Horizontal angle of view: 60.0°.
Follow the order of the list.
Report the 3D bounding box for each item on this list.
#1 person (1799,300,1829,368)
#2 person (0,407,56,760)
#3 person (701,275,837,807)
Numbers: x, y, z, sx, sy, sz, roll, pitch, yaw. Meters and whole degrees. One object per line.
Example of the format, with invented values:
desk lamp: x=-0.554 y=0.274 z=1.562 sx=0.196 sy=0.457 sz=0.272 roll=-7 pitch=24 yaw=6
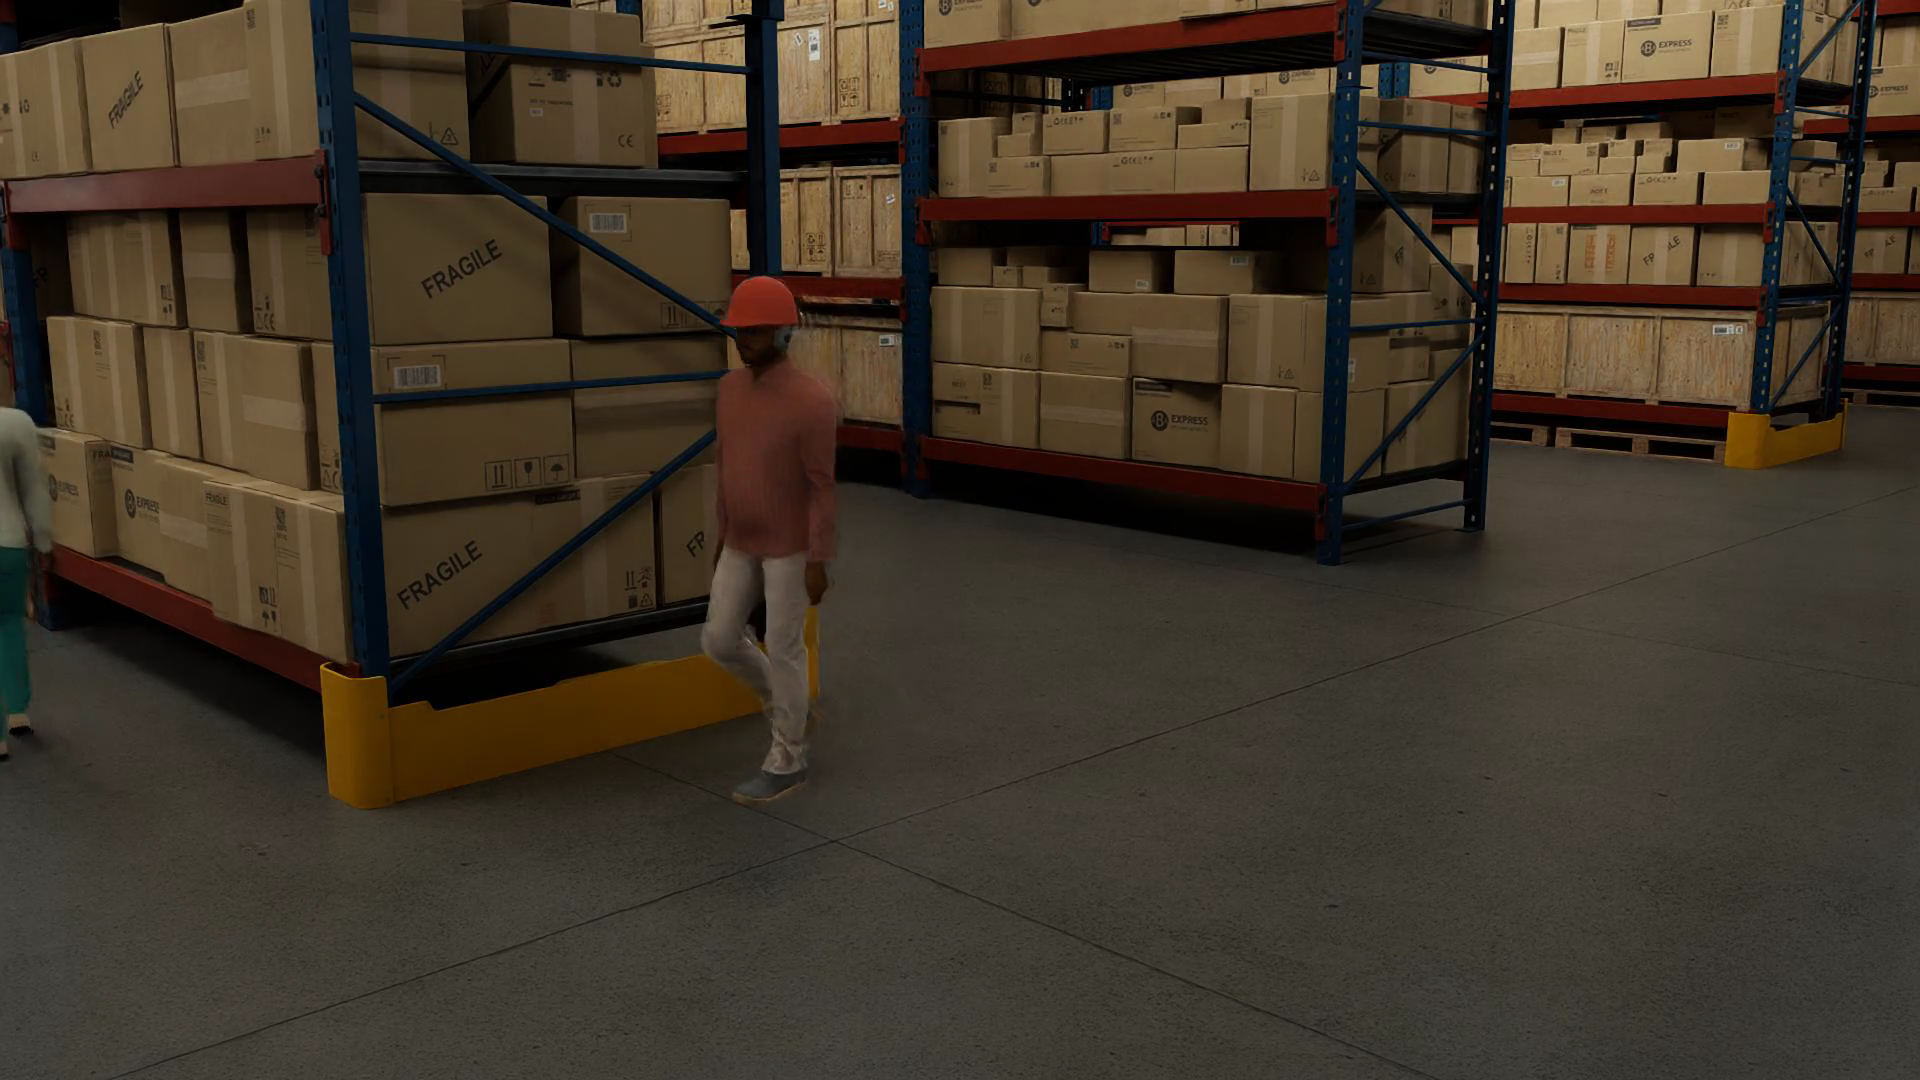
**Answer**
person: x=10.401 y=-2.556 z=20.412 sx=0.586 sy=1.923 sz=0.633 roll=8 pitch=13 yaw=38
person: x=-4.055 y=0.017 z=6.824 sx=0.555 sy=1.745 sz=0.554 roll=-9 pitch=14 yaw=-41
person: x=-0.715 y=0.009 z=6.241 sx=0.639 sy=1.983 sz=0.441 roll=9 pitch=14 yaw=39
